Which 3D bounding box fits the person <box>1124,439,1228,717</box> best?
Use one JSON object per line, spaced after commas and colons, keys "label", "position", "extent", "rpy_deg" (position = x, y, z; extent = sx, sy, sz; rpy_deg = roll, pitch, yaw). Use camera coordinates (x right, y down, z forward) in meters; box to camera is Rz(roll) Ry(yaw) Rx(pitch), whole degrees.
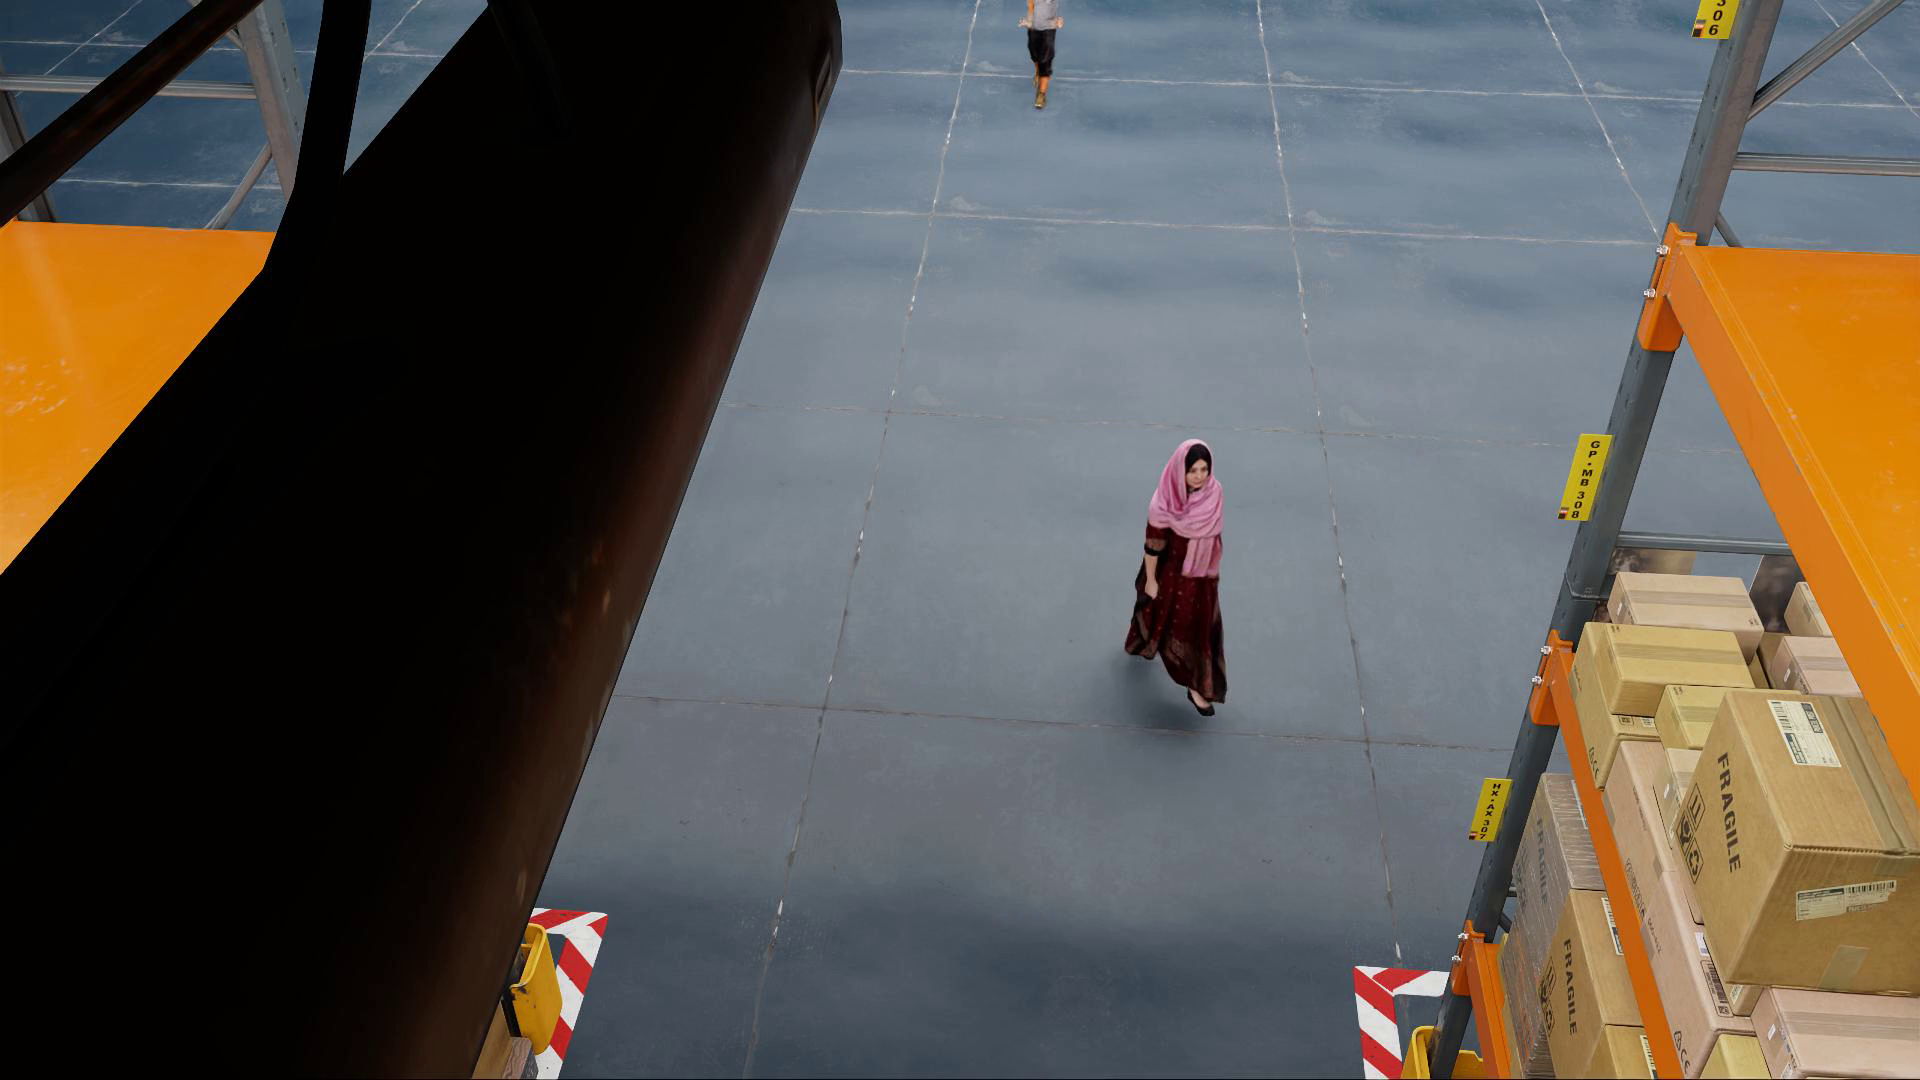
{"label": "person", "position": [1.151, 0.117, 9.052], "extent": [0.883, 1.596, 1.136], "rpy_deg": [-11, 39, -13]}

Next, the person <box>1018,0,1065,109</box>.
{"label": "person", "position": [0.766, -4.922, 15.635], "extent": [0.629, 1.420, 1.025], "rpy_deg": [7, 39, 9]}
